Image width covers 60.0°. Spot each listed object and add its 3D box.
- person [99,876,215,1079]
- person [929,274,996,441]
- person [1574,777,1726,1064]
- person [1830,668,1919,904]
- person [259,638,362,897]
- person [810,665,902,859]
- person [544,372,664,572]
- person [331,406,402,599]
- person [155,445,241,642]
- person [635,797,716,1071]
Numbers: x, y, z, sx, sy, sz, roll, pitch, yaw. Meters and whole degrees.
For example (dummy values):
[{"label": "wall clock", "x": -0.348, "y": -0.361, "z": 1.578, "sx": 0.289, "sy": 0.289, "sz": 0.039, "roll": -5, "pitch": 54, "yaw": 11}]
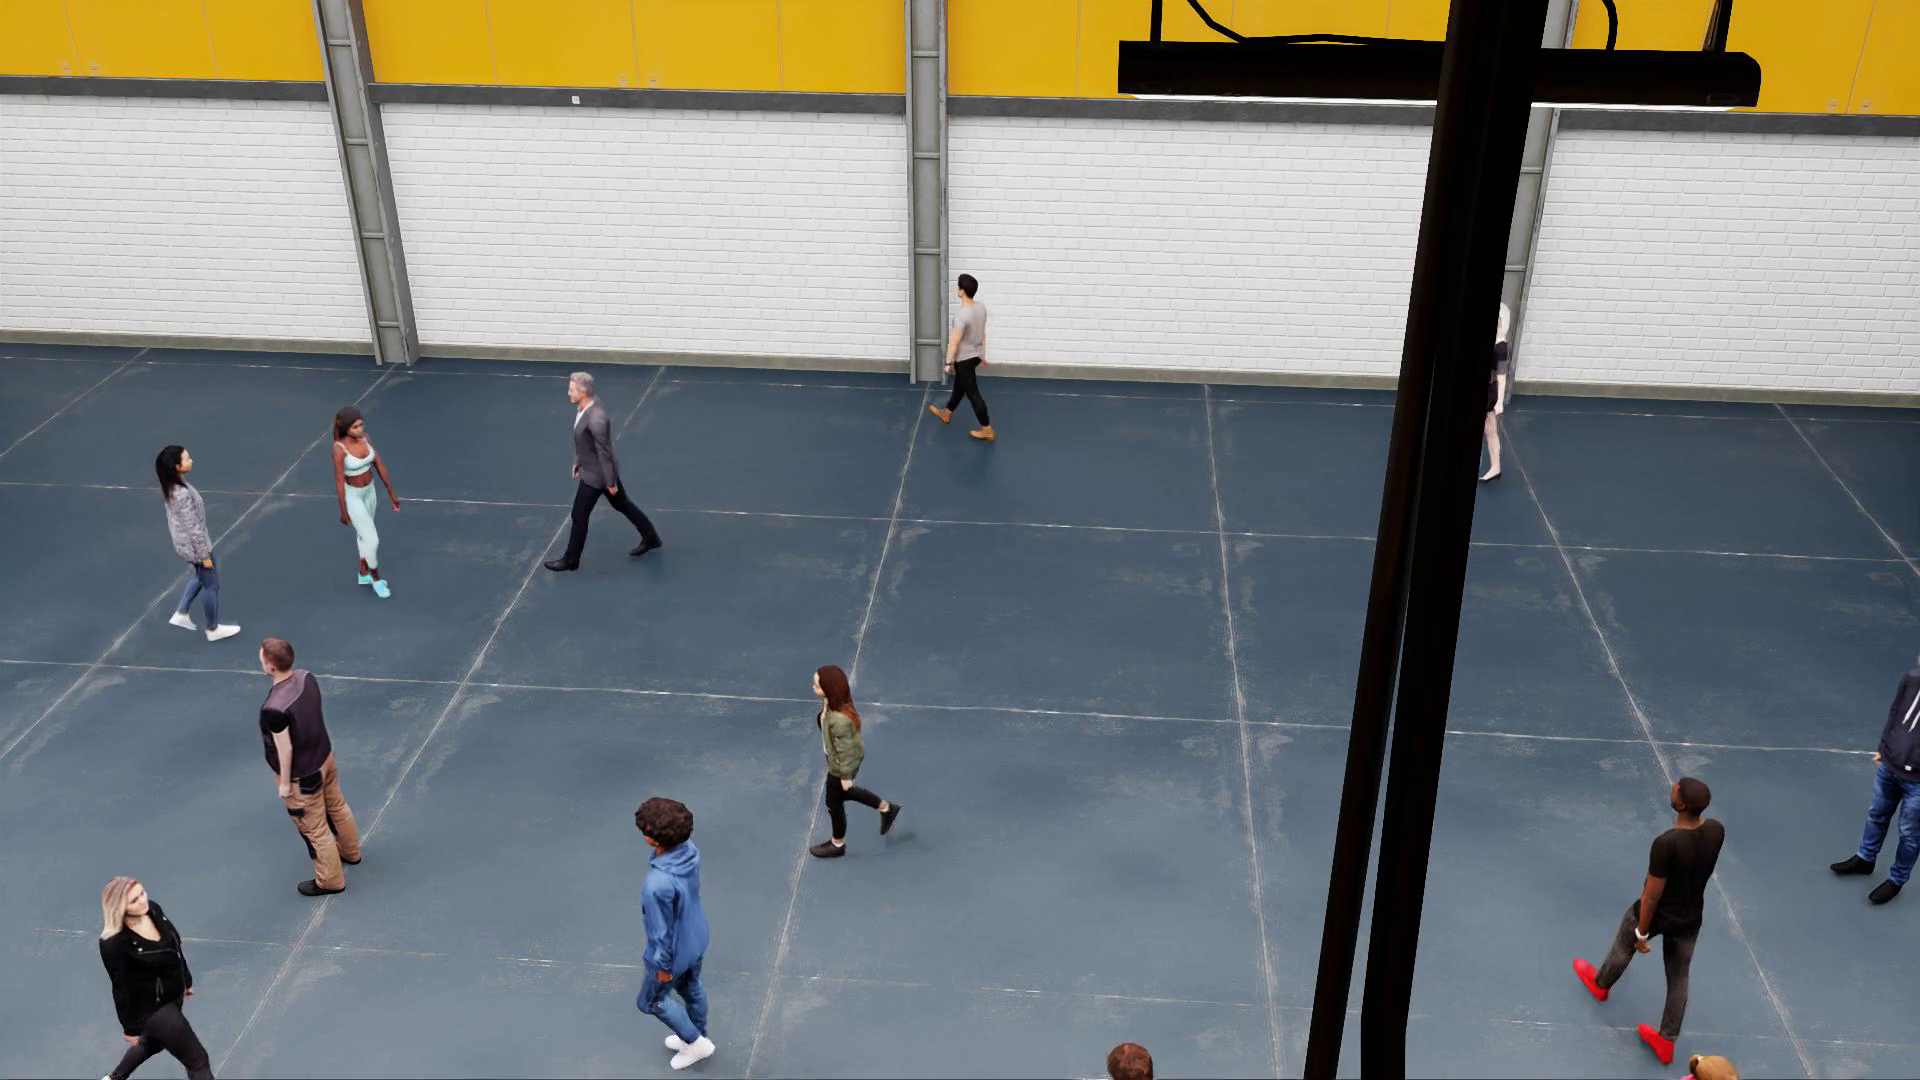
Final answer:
[{"label": "person", "x": -4.314, "y": 2.450, "z": 8.766, "sx": 1.125, "sy": 1.647, "sz": 0.607, "roll": 2, "pitch": 29, "yaw": 4}, {"label": "person", "x": 0.136, "y": -1.773, "z": 16.471, "sx": 1.186, "sy": 1.681, "sz": 0.976, "roll": 18, "pitch": 33, "yaw": 29}, {"label": "person", "x": 3.981, "y": 2.136, "z": 9.205, "sx": 1.051, "sy": 1.777, "sz": 0.926, "roll": -6, "pitch": 29, "yaw": -11}, {"label": "person", "x": 5.976, "y": 1.420, "z": 10.399, "sx": 0.729, "sy": 1.890, "sz": 0.753, "roll": -10, "pitch": 30, "yaw": -17}, {"label": "person", "x": -4.122, "y": 1.406, "z": 10.478, "sx": 0.564, "sy": 1.840, "sz": 0.669, "roll": 2, "pitch": 29, "yaw": 5}, {"label": "person", "x": -0.694, "y": 1.435, "z": 10.823, "sx": 0.937, "sy": 1.459, "sz": 0.755, "roll": -6, "pitch": 29, "yaw": -12}, {"label": "person", "x": -2.992, "y": -0.586, "z": 14.191, "sx": 1.335, "sy": 1.782, "sz": 0.951, "roll": -8, "pitch": 30, "yaw": -13}, {"label": "person", "x": -5.046, "y": -0.340, "z": 13.821, "sx": 0.775, "sy": 1.704, "sz": 0.703, "roll": 10, "pitch": 30, "yaw": 17}, {"label": "person", "x": -6.112, "y": 0.066, "z": 13.066, "sx": 0.878, "sy": 1.714, "sz": 0.818, "roll": -23, "pitch": 36, "yaw": -35}, {"label": "person", "x": -1.483, "y": 2.188, "z": 9.086, "sx": 0.670, "sy": 1.799, "sz": 0.720, "roll": 7, "pitch": 29, "yaw": 12}]
